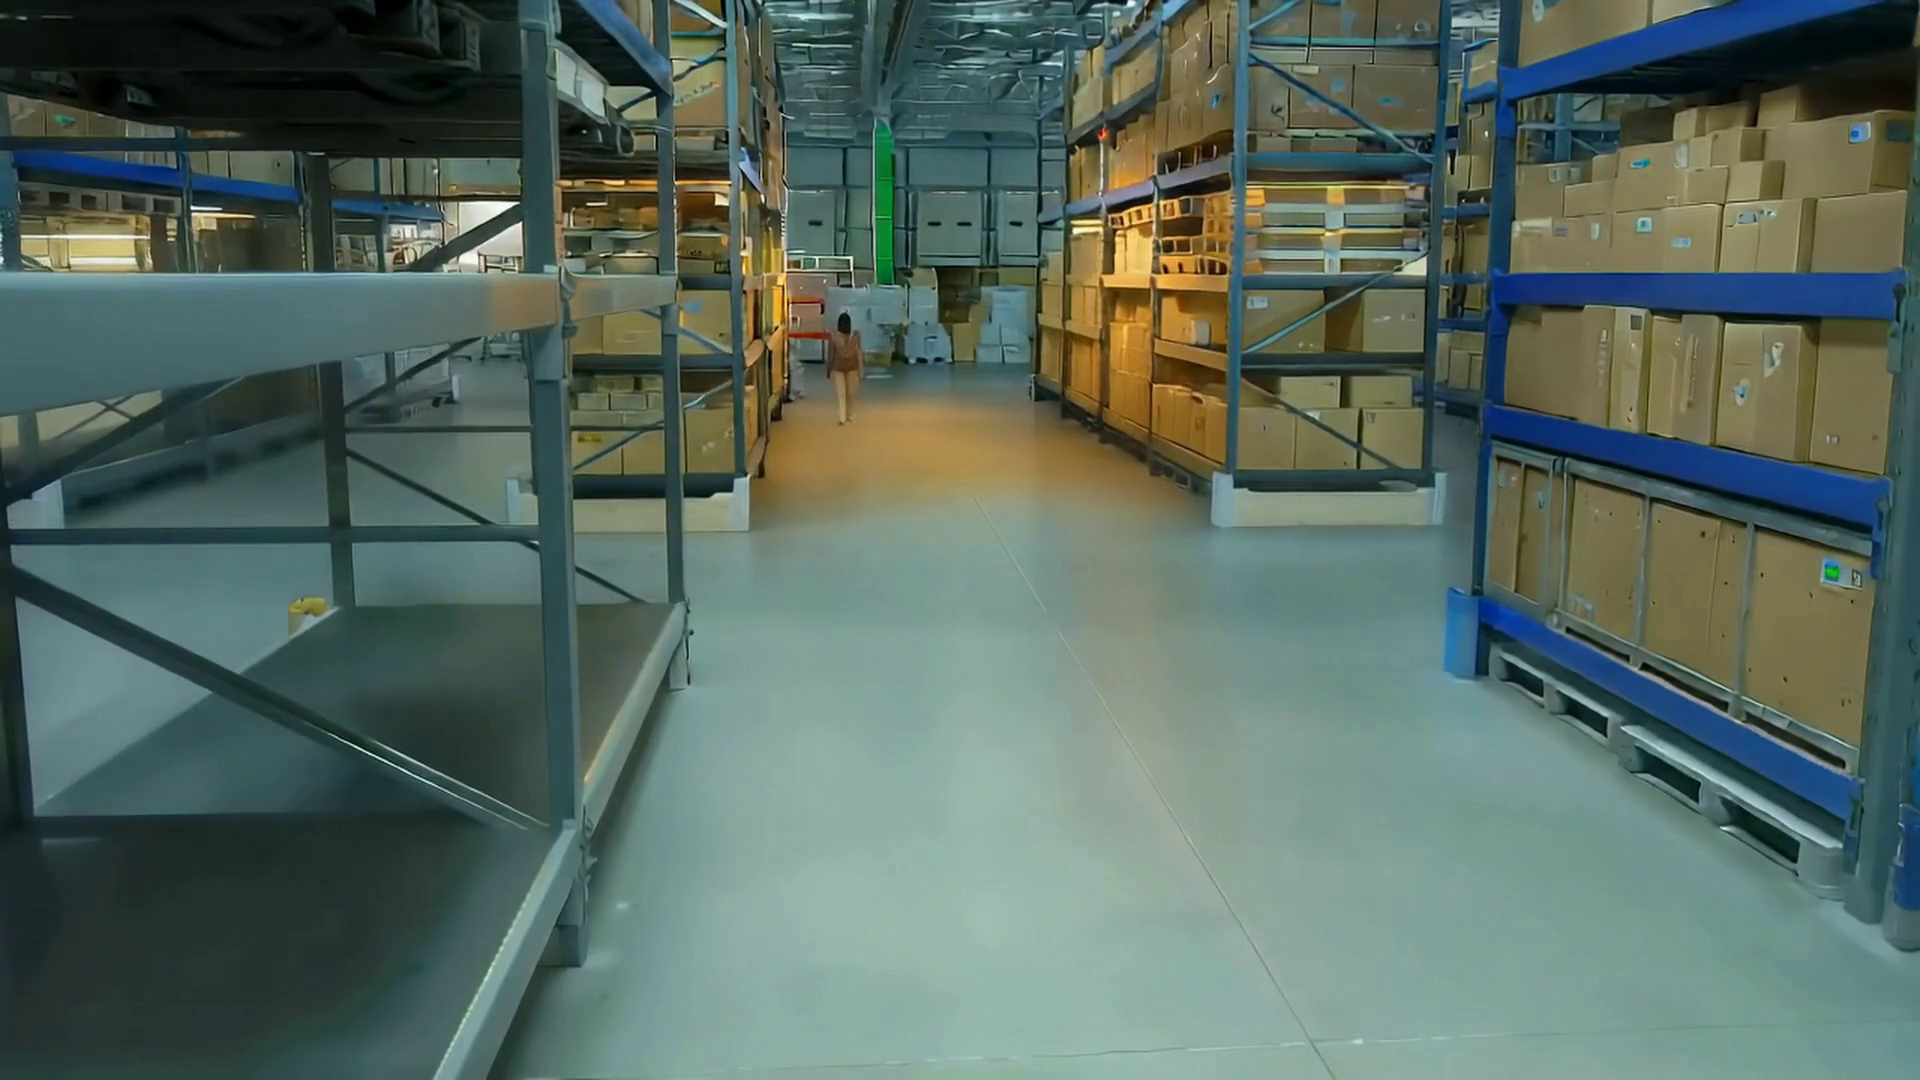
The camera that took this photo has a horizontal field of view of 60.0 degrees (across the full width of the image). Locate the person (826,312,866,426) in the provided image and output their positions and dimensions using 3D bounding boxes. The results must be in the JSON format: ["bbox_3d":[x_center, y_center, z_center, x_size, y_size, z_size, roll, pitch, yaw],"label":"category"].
[{"bbox_3d":[-1.844,-2.769,26.866,0.632,1.818,0.837,-1,9,-6],"label":"person"}]
